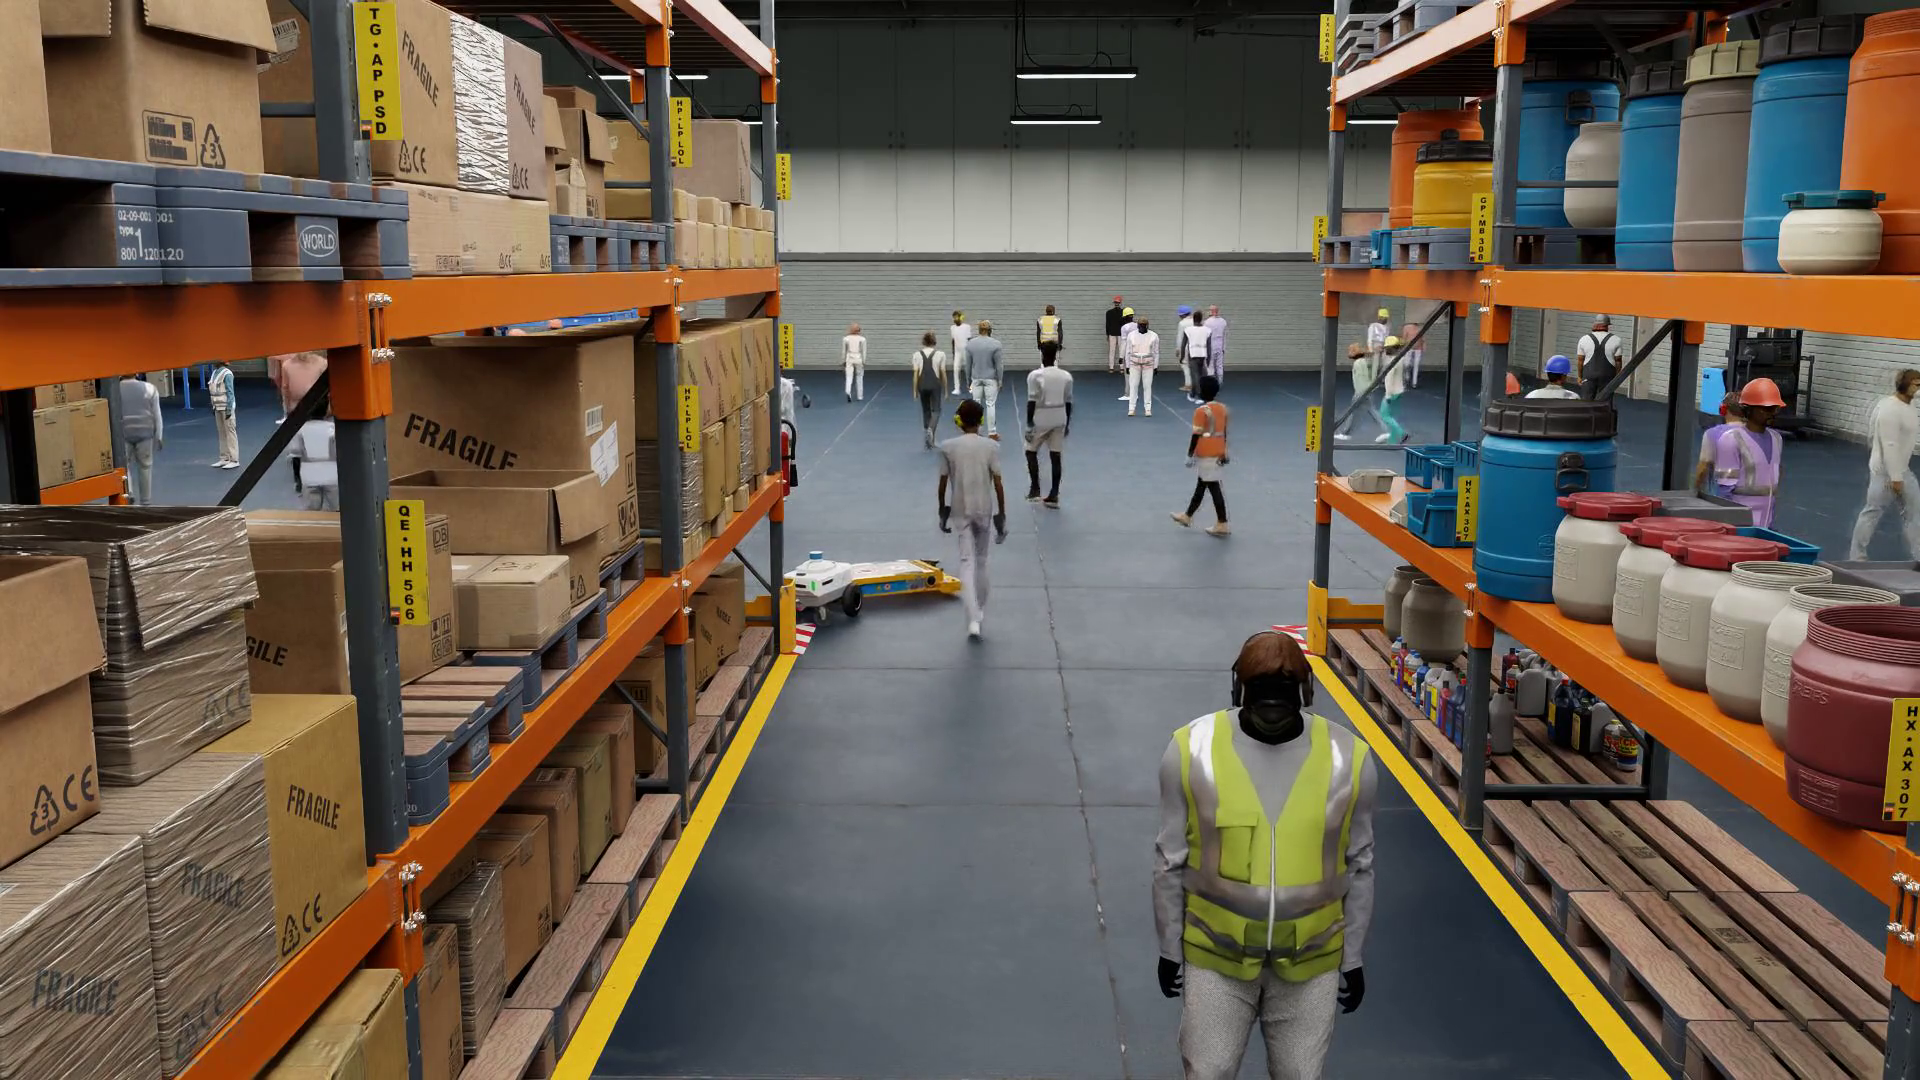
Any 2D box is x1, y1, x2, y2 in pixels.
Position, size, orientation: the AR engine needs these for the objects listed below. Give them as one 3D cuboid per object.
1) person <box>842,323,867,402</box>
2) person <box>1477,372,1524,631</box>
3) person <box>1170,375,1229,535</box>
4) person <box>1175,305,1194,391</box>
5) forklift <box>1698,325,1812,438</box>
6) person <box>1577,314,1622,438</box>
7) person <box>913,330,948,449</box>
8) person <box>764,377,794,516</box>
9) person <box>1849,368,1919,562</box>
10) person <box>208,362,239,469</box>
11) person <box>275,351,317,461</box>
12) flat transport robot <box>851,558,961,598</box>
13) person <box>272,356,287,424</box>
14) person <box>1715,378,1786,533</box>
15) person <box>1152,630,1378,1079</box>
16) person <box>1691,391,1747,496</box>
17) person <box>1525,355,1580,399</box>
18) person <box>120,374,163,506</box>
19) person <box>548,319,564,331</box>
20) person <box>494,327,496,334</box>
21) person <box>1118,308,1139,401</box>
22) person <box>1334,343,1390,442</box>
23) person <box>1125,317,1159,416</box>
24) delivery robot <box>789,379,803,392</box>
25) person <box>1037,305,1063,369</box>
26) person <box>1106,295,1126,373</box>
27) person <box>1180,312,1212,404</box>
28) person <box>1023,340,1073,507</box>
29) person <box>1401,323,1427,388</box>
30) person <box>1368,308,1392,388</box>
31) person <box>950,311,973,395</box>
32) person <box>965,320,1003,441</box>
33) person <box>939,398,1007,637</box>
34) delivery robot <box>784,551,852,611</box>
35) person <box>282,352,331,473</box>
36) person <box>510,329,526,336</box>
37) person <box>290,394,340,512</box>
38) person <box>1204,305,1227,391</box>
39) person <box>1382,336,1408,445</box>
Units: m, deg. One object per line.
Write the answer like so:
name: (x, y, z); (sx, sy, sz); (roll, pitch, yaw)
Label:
person: (-2.189, -3.652, 34.224); (0.521, 1.615, 0.756); (1, 10, 8)
person: (4.087, -0.291, 12.883); (0.831, 2.016, 0.611); (0, 9, -3)
person: (2.526, -0.903, 17.562); (0.819, 1.655, 0.553); (7, 12, 36)
person: (5.057, -4.298, 37.212); (0.396, 1.910, 0.667); (7, 12, 37)
forklift: (13.248, -3.165, 27.620); (1.129, 2.768, 1.873); (0, 9, 1)
person: (10.448, -2.675, 27.198); (0.688, 2.000, 0.536); (4, 10, 23)
person: (-0.468, -2.287, 25.421); (0.549, 1.821, 0.721); (1, 10, 9)
person: (-2.179, -1.252, 19.108); (0.578, 1.864, 0.812); (2, 10, 12)
person: (8.553, -0.590, 14.986); (0.659, 1.896, 0.960); (-9, 13, -44)
person: (-10.238, -1.816, 23.120); (0.514, 1.641, 0.307); (8, 13, 41)
person: (-9.628, -2.142, 24.201); (0.609, 1.943, 1.014); (-3, 10, -17)
flat transport robot: (-0.757, 0.350, 14.338); (1.431, 0.197, 0.652); (-4, 9, -24)
person: (-12.006, -2.976, 29.408); (0.386, 1.859, 0.549); (0, 9, 3)
person: (5.605, -0.125, 11.787); (0.608, 2.044, 0.377); (-6, 11, -31)
person: (0.855, 1.159, 4.701); (0.627, 1.844, 0.429); (1, 10, 4)
person: (6.354, -0.338, 13.823); (0.552, 1.777, 0.978); (-3, 10, -19)
person: (5.823, -0.840, 16.353); (0.602, 1.948, 0.387); (9, 13, 43)
person: (-9.386, -1.200, 18.887); (0.615, 1.821, 0.554); (-5, 11, -29)
person: (-7.003, -2.903, 28.894); (0.566, 1.882, 0.994); (3, 10, 16)
person: (-7.922, -2.756, 28.030); (0.564, 1.900, 0.992); (-4, 10, -23)
person: (3.507, -3.850, 34.474); (0.380, 1.917, 0.585); (9, 13, 44)
person: (6.477, -2.355, 26.590); (0.914, 1.562, 0.505); (6, 11, 33)
person: (3.389, -3.227, 30.994); (0.621, 1.838, 0.429); (1, 10, 8)
delivery robot: (-3.331, -3.070, 32.946); (0.335, 0.223, 0.698); (-5, 11, -30)
person: (2.152, -4.698, 39.785); (0.634, 1.841, 0.429); (3, 10, 16)
person: (4.091, -5.348, 43.216); (0.612, 1.995, 0.377); (2, 10, 15)
person: (4.826, -3.720, 33.898); (0.583, 1.859, 1.040); (-3, 10, -15)
person: (0.999, -1.378, 19.573); (0.653, 1.944, 0.636); (-4, 10, -25)
person: (10.322, -4.326, 37.796); (0.566, 1.750, 0.431); (2, 10, 10)
person: (9.548, -4.331, 37.662); (0.622, 1.807, 0.586); (-2, 10, -13)
person: (0.071, -4.092, 36.305); (0.521, 1.809, 0.694); (4, 10, 24)
person: (0.396, -2.556, 26.664); (0.637, 1.936, 0.355); (4, 10, 21)
person: (0.093, -0.185, 12.861); (0.495, 1.828, 0.969); (-1, 10, -7)
delivery robot: (-1.153, 0.334, 13.332); (0.477, 0.478, 0.707); (4, 10, 22)
person: (-8.819, -1.834, 22.500); (0.650, 1.884, 0.767); (-1, 10, -8)
person: (-6.095, -1.967, 23.138); (0.372, 1.935, 0.551); (3, 10, 19)
person: (-5.890, -0.540, 15.354); (0.539, 1.683, 0.444); (-1, 9, -3)
person: (5.614, -4.252, 36.926); (0.652, 1.904, 0.402); (-7, 12, -35)
person: (6.602, -2.233, 25.330); (0.415, 1.741, 0.525); (7, 12, 35)
